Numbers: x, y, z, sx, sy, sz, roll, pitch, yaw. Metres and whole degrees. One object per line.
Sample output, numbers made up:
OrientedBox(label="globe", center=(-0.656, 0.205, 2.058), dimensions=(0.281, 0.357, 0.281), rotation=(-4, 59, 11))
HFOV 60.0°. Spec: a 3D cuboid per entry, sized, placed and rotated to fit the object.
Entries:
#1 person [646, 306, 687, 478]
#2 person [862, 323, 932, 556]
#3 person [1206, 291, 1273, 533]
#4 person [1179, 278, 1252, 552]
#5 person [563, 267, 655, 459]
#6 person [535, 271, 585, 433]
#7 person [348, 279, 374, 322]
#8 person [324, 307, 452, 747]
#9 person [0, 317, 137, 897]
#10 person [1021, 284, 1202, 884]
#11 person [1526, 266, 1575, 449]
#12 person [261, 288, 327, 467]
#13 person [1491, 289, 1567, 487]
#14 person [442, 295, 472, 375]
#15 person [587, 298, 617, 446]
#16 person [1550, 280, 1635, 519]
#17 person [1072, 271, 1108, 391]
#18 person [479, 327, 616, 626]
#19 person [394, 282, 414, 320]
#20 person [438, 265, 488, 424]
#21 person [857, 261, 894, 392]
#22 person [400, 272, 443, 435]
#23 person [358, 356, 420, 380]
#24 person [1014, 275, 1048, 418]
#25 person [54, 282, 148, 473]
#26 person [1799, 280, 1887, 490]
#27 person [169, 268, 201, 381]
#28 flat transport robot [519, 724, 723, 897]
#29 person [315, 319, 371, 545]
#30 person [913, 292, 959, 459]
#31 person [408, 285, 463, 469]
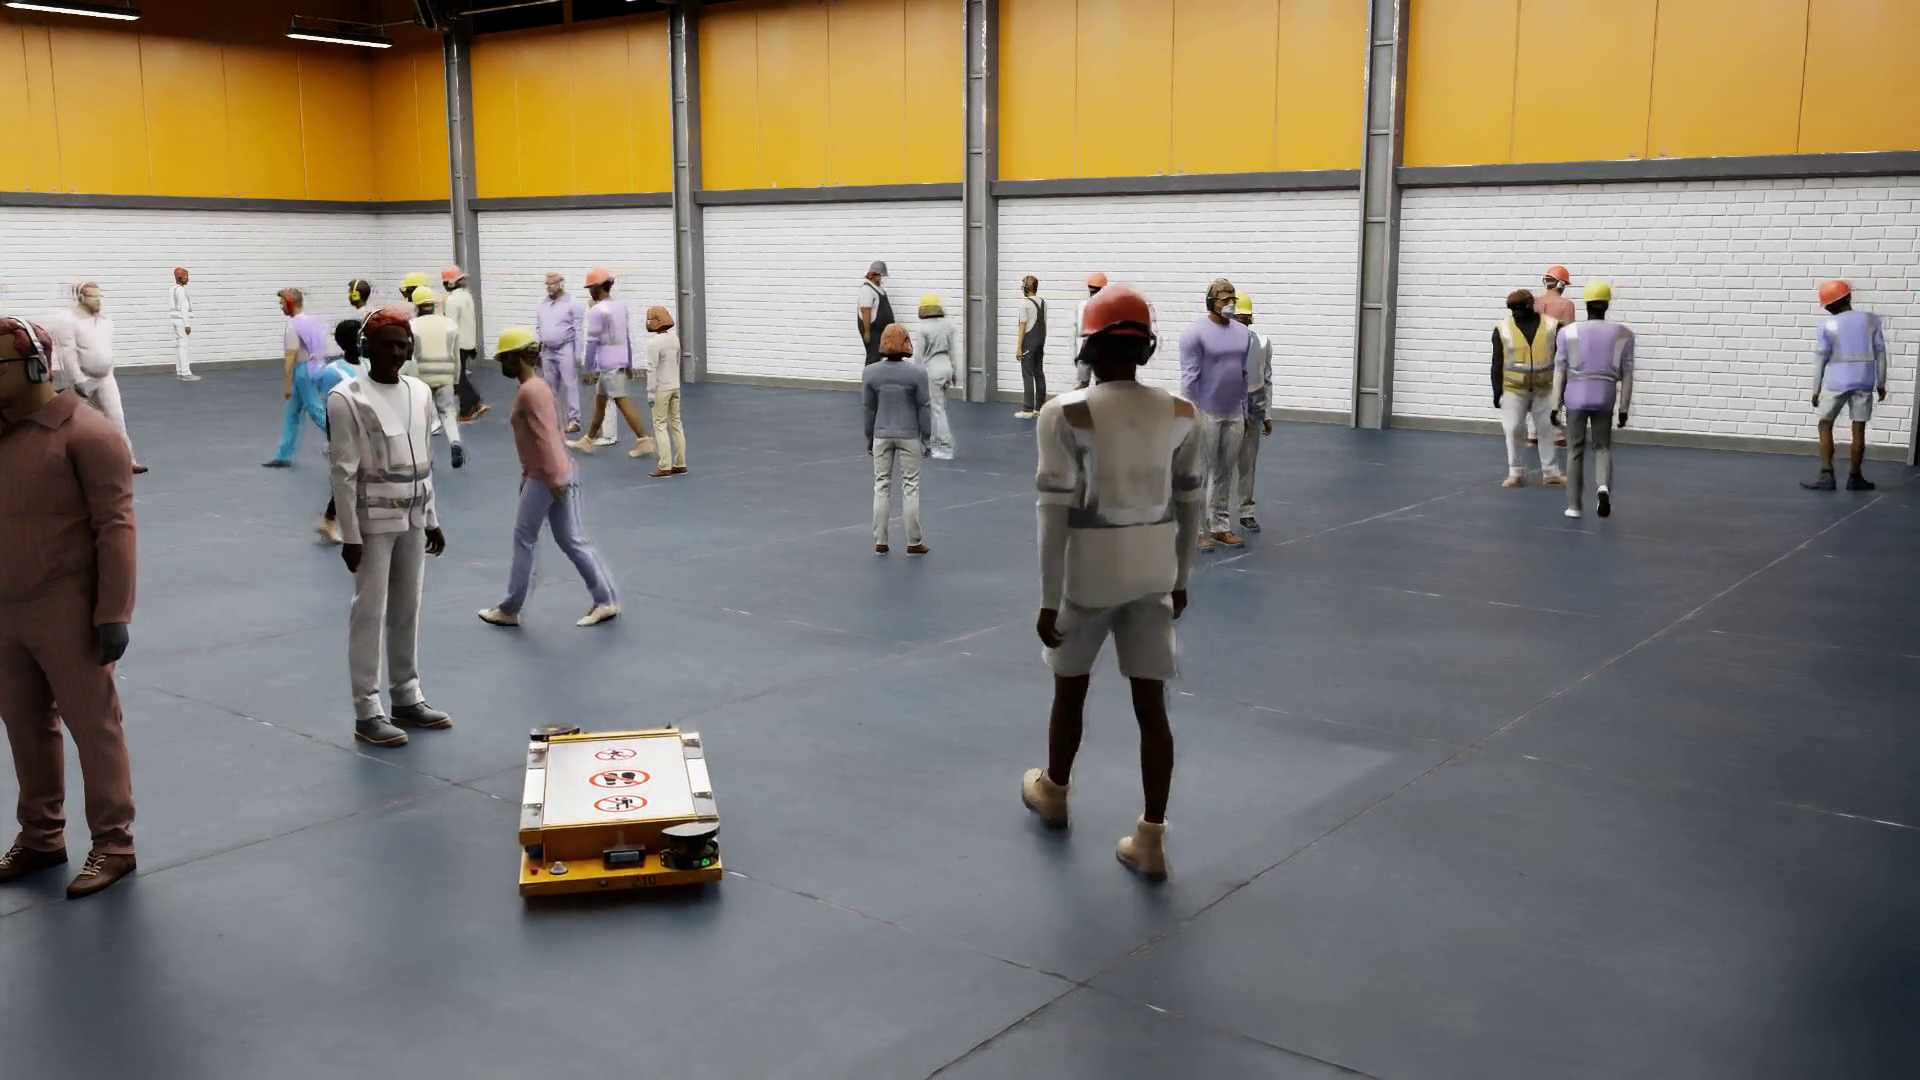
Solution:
OrientedBox(label="person", center=(-2.812, -1.402, 15.788), dimensions=(0.277, 1.628, 0.506), rotation=(4, 11, 24))
OrientedBox(label="person", center=(-0.438, -0.699, 11.650), dimensions=(0.500, 1.636, 0.284), rotation=(3, 10, 14))
OrientedBox(label="person", center=(2.092, -0.964, 12.618), dimensions=(0.600, 1.831, 0.404), rotation=(-2, 10, -9))
OrientedBox(label="person", center=(1.833, -0.889, 11.874), dimensions=(0.638, 1.938, 0.357), rotation=(-7, 12, -35))
OrientedBox(label="person", center=(-3.640, -1.820, 17.203), dimensions=(1.097, 1.972, 0.620), rotation=(3, 10, 16))
OrientedBox(label="person", center=(-4.771, -2.224, 19.748), dimensions=(0.650, 1.907, 0.405), rotation=(4, 10, 21))
OrientedBox(label="person", center=(-6.151, -1.794, 17.380), dimensions=(0.632, 1.858, 0.520), rotation=(1, 10, 4))
OrientedBox(label="person", center=(-2.475, -0.062, 7.234), dimensions=(0.356, 1.880, 0.575), rotation=(4, 11, 23))
OrientedBox(label="person", center=(-3.037, 0.225, 5.486), dimensions=(0.654, 1.906, 0.406), rotation=(3, 10, 16))
OrientedBox(label="person", center=(0.520, 0.118, 5.839), dimensions=(0.639, 1.995, 0.987), rotation=(-3, 10, -16))
OrientedBox(label="person", center=(6.447, -1.986, 18.126), dimensions=(0.394, 1.985, 0.608), rotation=(-7, 12, -34))
OrientedBox(label="person", center=(-6.427, -1.588, 16.405), dimensions=(0.986, 1.791, 0.576), rotation=(-1, 10, -5))
OrientedBox(label="person", center=(5.219, -1.354, 15.024), dimensions=(0.828, 1.801, 0.432), rotation=(2, 10, 10))
OrientedBox(label="person", center=(-8.822, -3.729, 29.115), dimensions=(0.532, 1.697, 0.319), rotation=(6, 12, 33))
OrientedBox(label="person", center=(-3.959, -1.863, 18.424), dimensions=(0.308, 1.636, 0.523), rotation=(0, 10, -2))
OrientedBox(label="person", center=(5.002, -1.095, 13.171), dimensions=(0.593, 1.913, 0.522), rotation=(2, 10, 11))
OrientedBox(label="person", center=(1.534, -2.227, 19.740), dimensions=(0.553, 1.912, 0.653), rotation=(7, 12, 36))
OrientedBox(label="person", center=(-2.349, -0.349, 9.410), dimensions=(0.770, 1.699, 0.547), rotation=(0, 10, -2))
OrientedBox(label="person", center=(-7.482, -2.663, 22.704), dimensions=(0.523, 1.769, 0.316), rotation=(6, 11, 30))
OrientedBox(label="person", center=(-6.239, -2.417, 20.663), dimensions=(0.419, 1.976, 0.611), rotation=(1, 10, 3))
OrientedBox(label="person", center=(-1.279, -3.145, 24.716), dimensions=(0.600, 2.000, 0.790), rotation=(2, 10, 12))
OrientedBox(label="person", center=(-6.249, -2.147, 19.285), dimensions=(0.419, 1.908, 0.606), rotation=(-3, 10, -17))
OrientedBox(label="person", center=(-4.507, -0.937, 13.145), dimensions=(0.519, 1.581, 0.872), rotation=(-4, 11, -24))
OrientedBox(label="person", center=(0.930, -2.488, 21.487), dimensions=(0.334, 1.841, 0.505), rotation=(8, 13, 41))
OrientedBox(label="person", center=(-8.401, -1.557, 16.028), dimensions=(1.018, 1.856, 0.645), rotation=(4, 11, 24))
OrientedBox(label="person", center=(7.964, -1.372, 14.887), dimensions=(0.665, 1.884, 0.366), rotation=(2, 10, 13))
OrientedBox(label="person", center=(-13.041, -3.616, 27.905), dimensions=(0.353, 1.886, 0.573), rotation=(-8, 12, -38))
OrientedBox(label="flat transport robot", center=(-1.253, 0.939, 6.084), dimensions=(0.652, 0.197, 1.431), rotation=(-2, 10, -12))
OrientedBox(label="person", center=(-4.360, -0.753, 11.890), dimensions=(0.844, 1.664, 0.537), rotation=(3, 10, 18))
OrientedBox(label="person", center=(-0.300, -1.712, 17.301), dimensions=(0.499, 1.711, 0.724), rotation=(-9, 13, -43))
OrientedBox(label="person", center=(-5.106, -1.560, 16.144), dimensions=(0.586, 1.813, 0.700), rotation=(-6, 11, -30))
